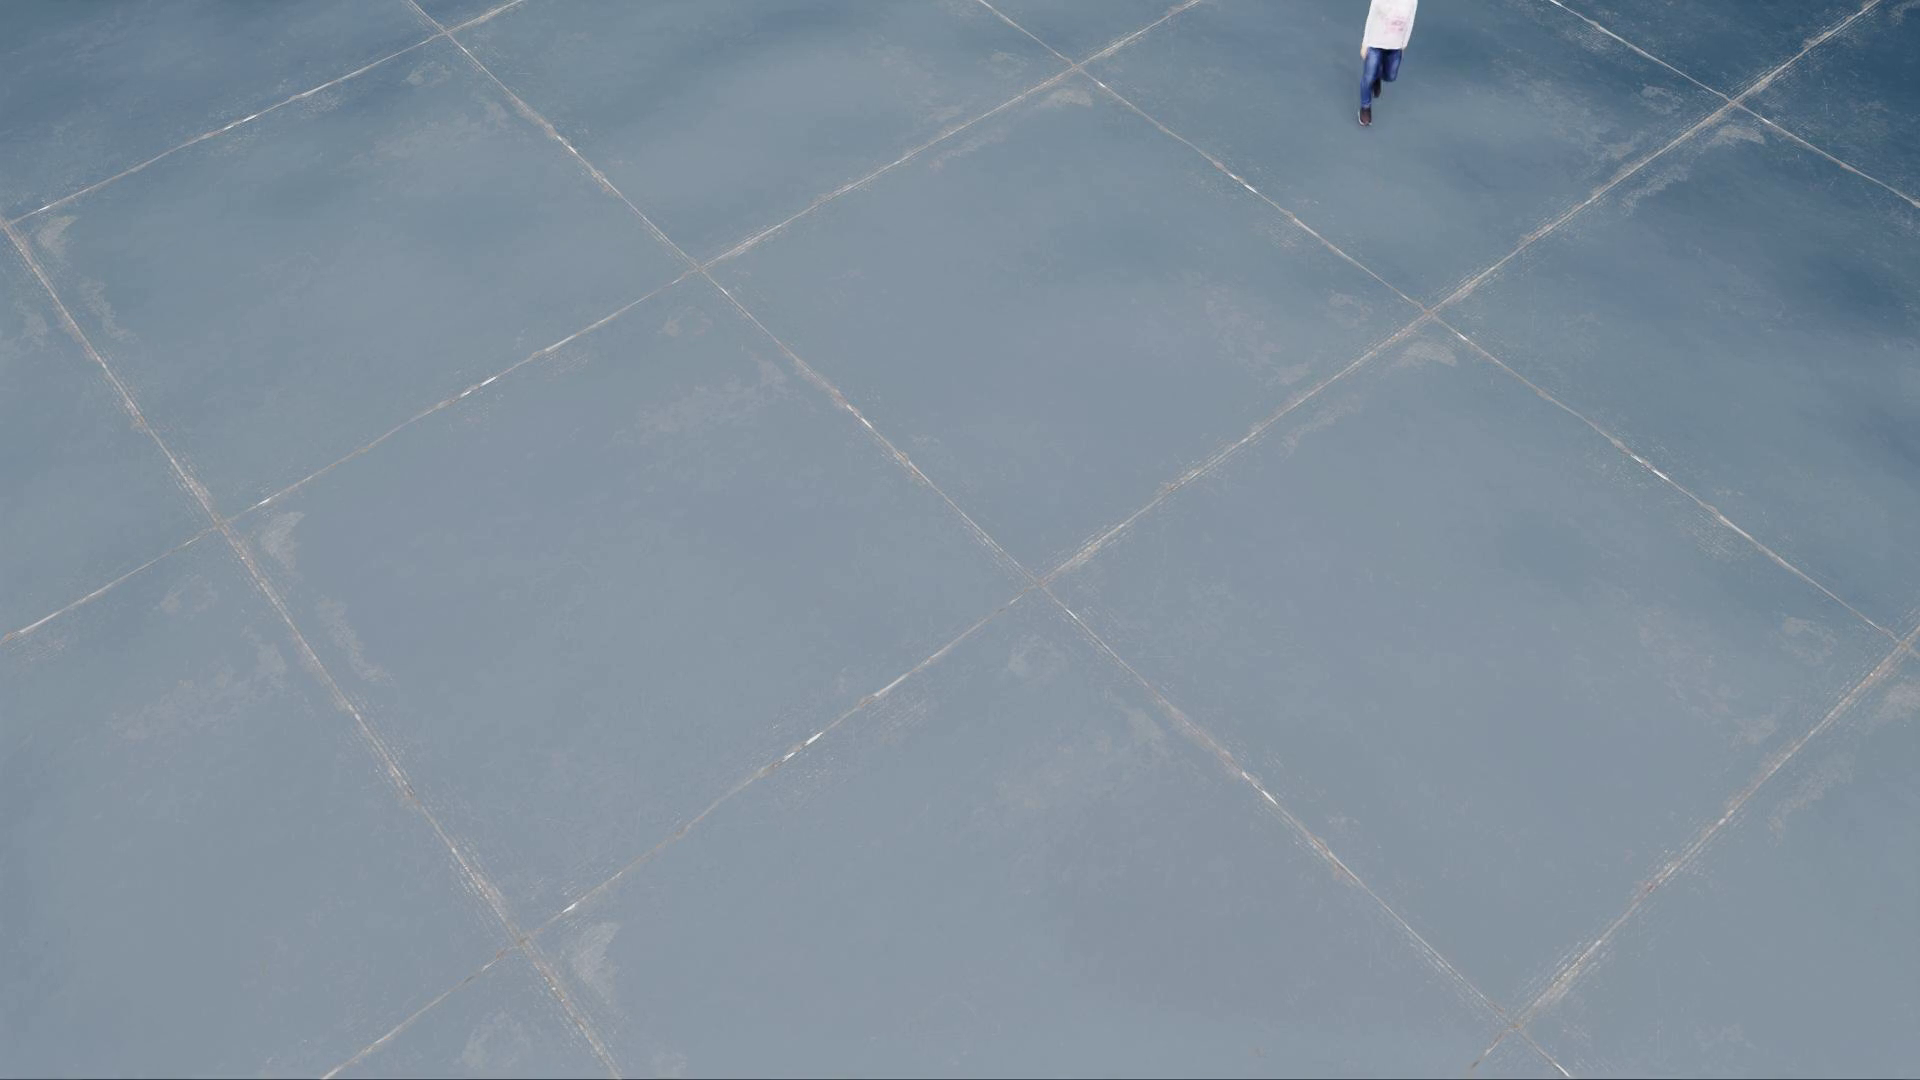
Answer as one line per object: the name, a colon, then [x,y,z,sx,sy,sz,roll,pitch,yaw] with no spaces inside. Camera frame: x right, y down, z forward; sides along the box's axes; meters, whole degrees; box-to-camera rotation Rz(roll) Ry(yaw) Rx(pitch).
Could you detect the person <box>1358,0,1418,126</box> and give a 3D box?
person: [2.612,-3.111,10.254,0.630,1.103,0.681,1,52,1]
